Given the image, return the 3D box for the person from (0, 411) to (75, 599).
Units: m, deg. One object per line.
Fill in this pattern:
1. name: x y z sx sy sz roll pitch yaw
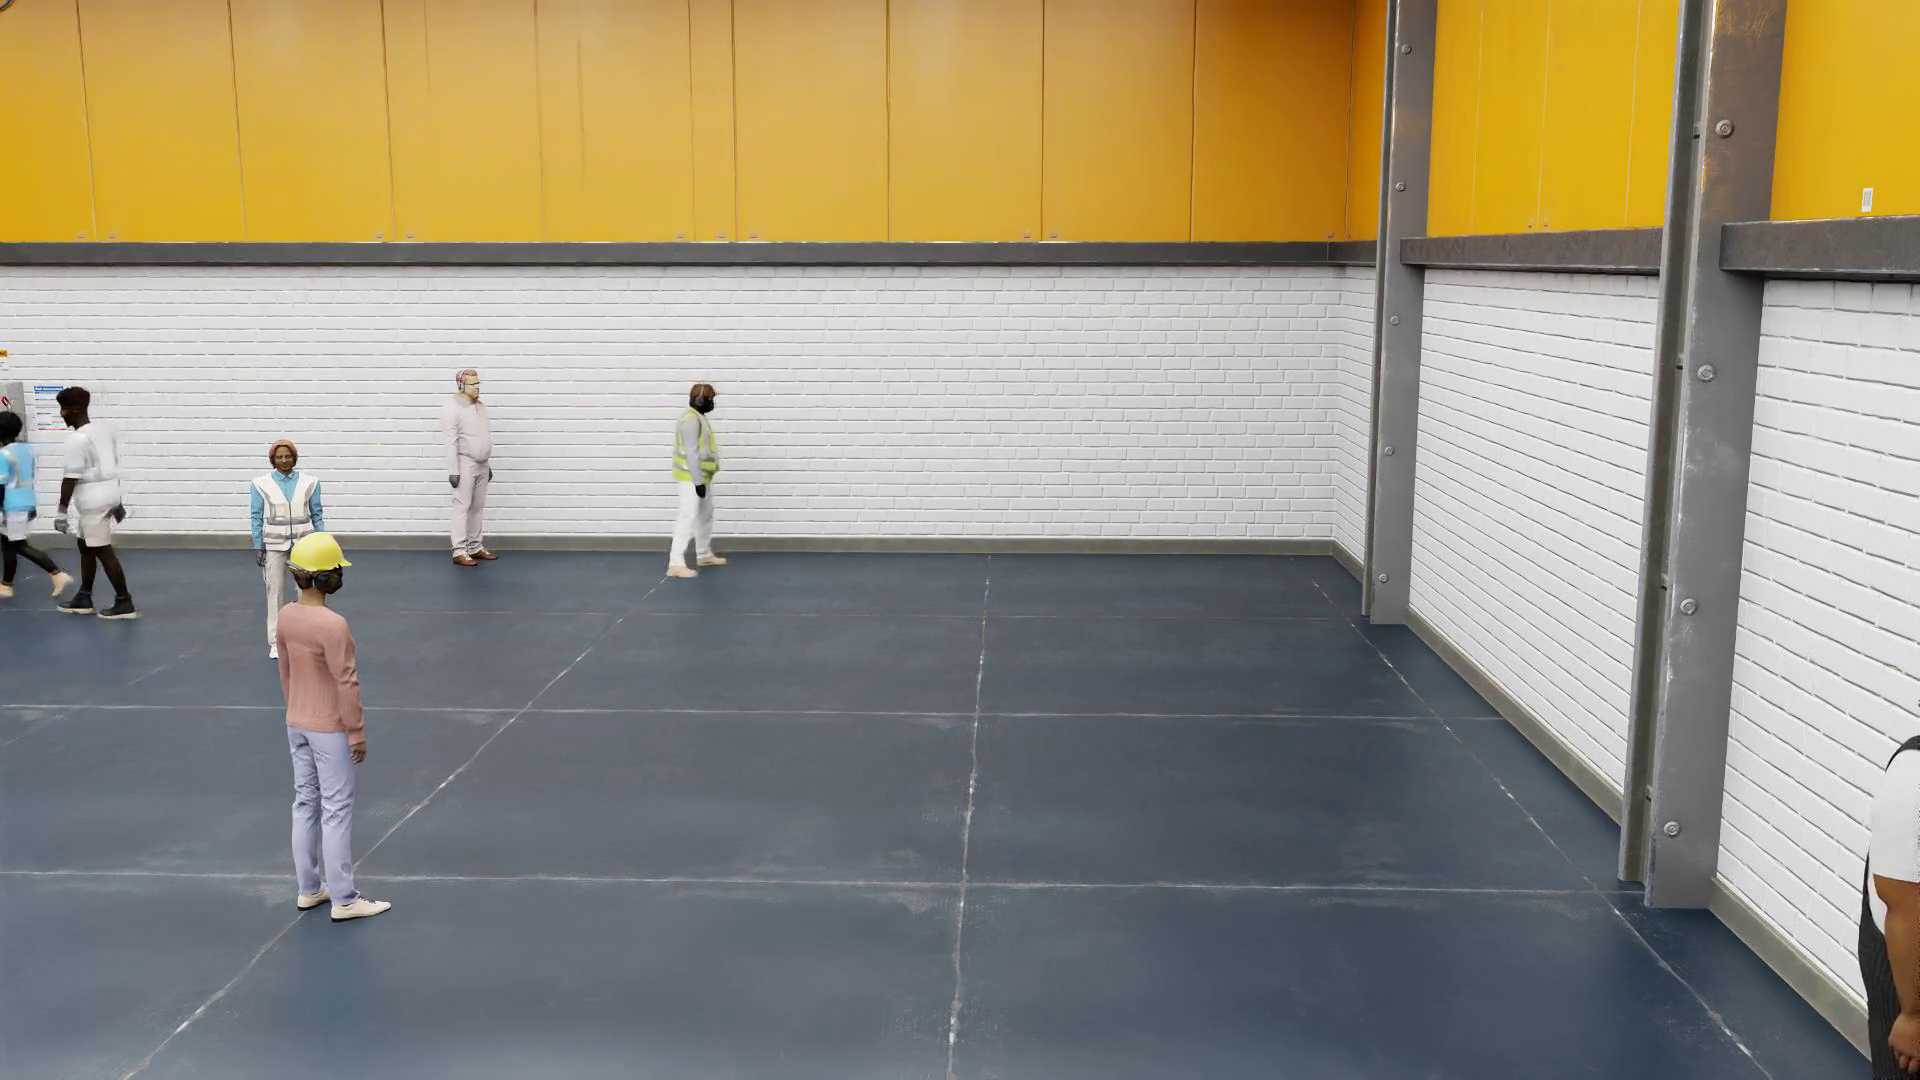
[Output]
1. person: -8.136 -0.291 14.434 0.779 1.665 0.534 -1 10 -6

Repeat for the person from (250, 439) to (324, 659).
1. person: -5.022 0.062 12.452 0.519 1.640 0.307 -6 11 -31

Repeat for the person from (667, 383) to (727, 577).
1. person: -2.500 -0.584 15.779 0.451 1.821 0.692 0 10 -1

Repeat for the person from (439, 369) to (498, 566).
1. person: -4.756 -0.712 16.200 0.402 1.906 0.652 3 10 17

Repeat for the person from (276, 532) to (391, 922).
1. person: -2.863 0.841 7.521 0.523 1.769 0.309 7 12 36

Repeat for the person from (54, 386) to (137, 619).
1. person: -7.231 -0.293 13.653 0.851 1.930 0.621 0 10 -1
